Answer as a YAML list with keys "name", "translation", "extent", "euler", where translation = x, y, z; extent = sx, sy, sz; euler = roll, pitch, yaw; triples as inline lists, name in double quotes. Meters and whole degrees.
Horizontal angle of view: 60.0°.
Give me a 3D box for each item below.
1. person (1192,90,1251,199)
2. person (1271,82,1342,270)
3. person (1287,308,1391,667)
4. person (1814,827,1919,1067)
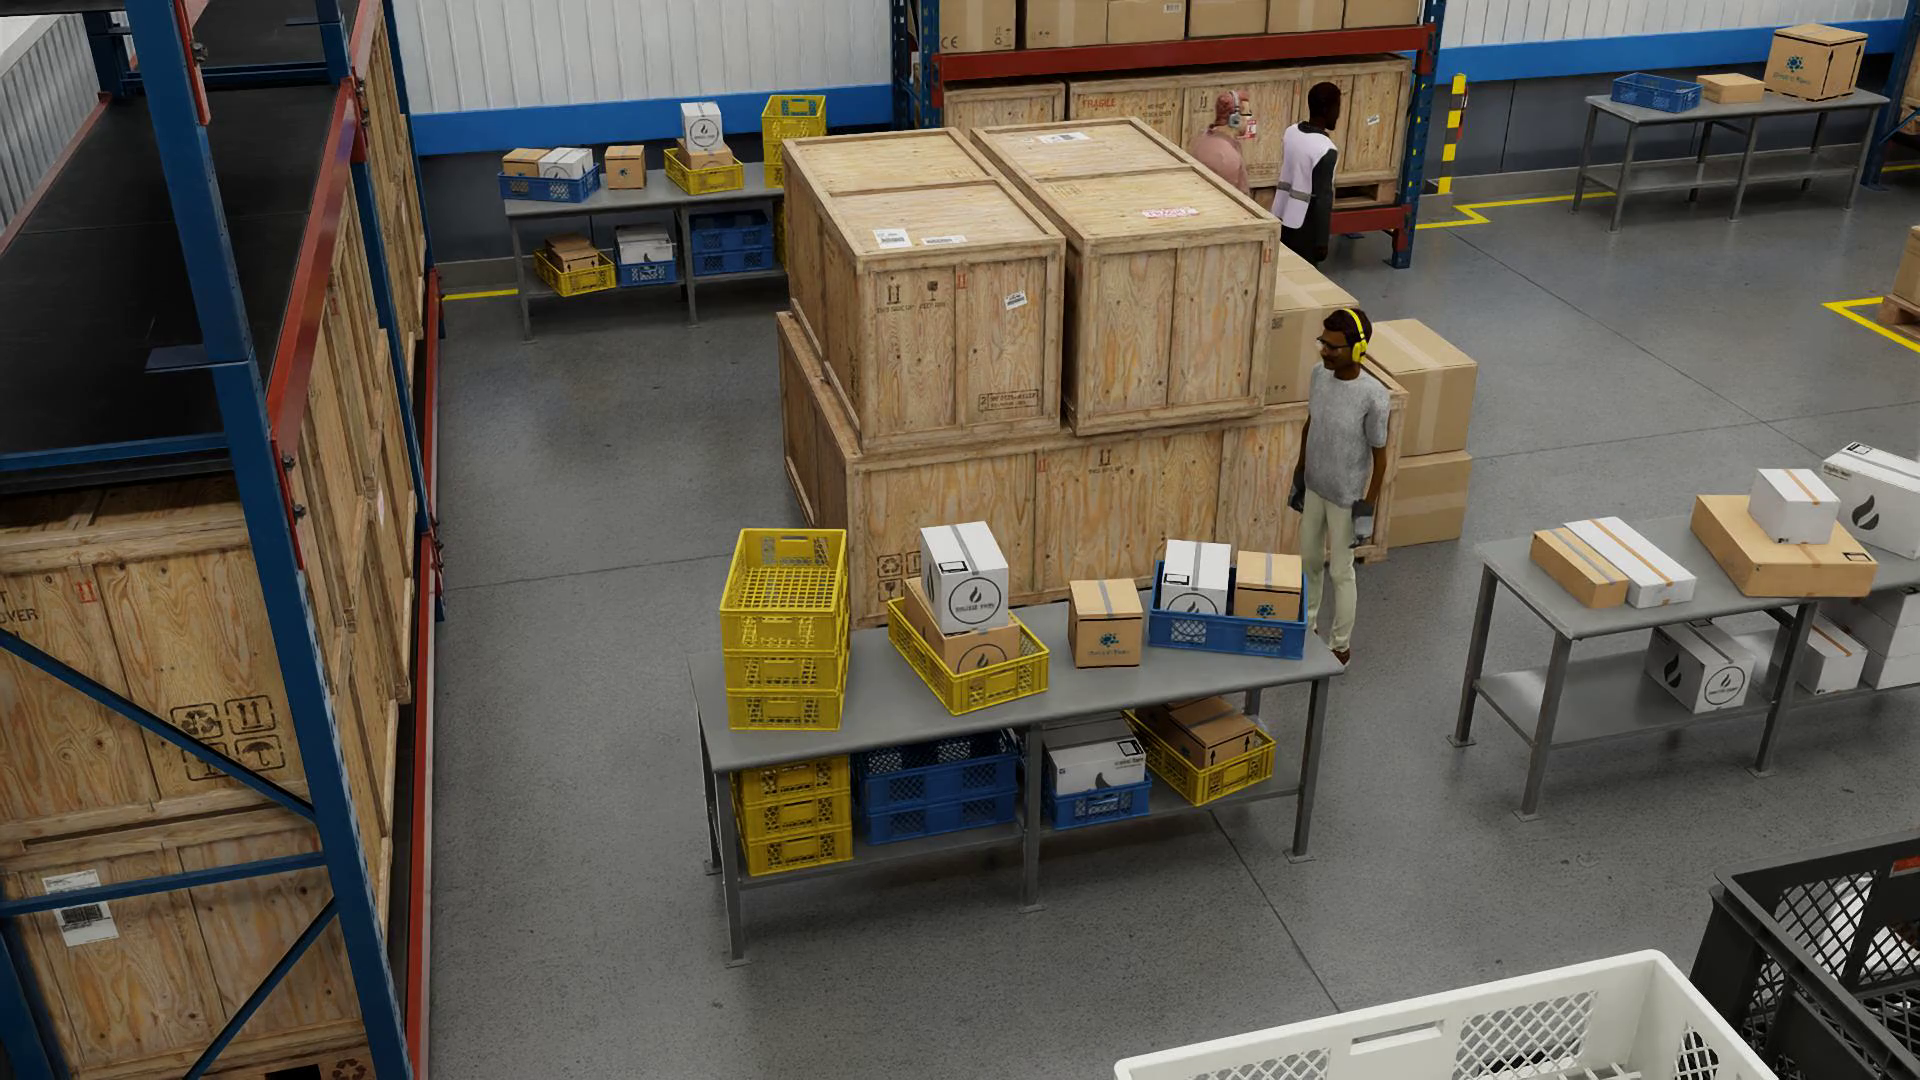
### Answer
- name: "person"
  translation: [1.732, -2.065, 11.163]
  extent: [0.394, 1.901, 0.678]
  euler: [-1, 29, -1]
- name: "person"
  translation: [2.323, -2.143, 11.300]
  extent: [0.386, 1.909, 0.591]
  euler: [-9, 30, -15]
- name: "person"
  translation: [1.749, -0.210, 7.825]
  extent: [0.309, 1.868, 0.535]
  euler: [-17, 33, -28]
- name: "person"
  translation: [2.430, 1.567, 4.584]
  extent: [0.358, 1.885, 0.572]
  euler: [7, 30, 12]
